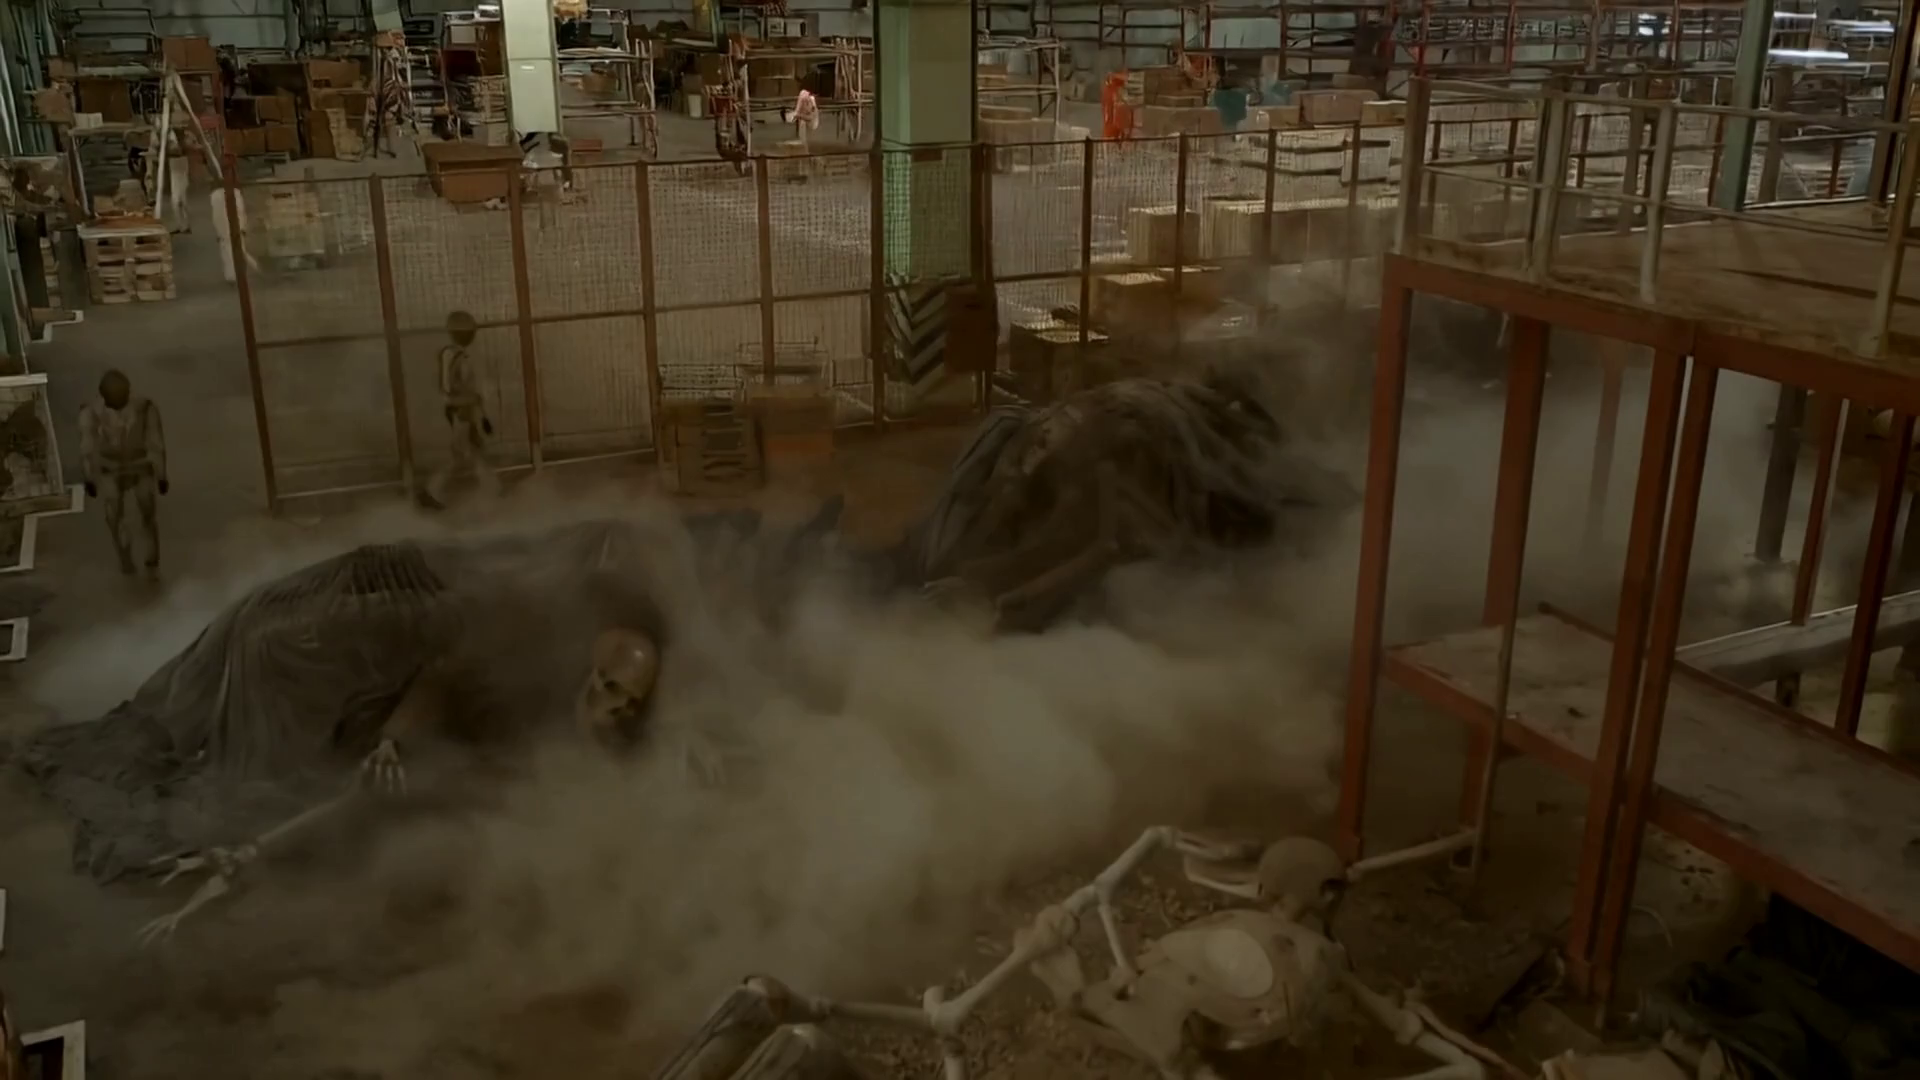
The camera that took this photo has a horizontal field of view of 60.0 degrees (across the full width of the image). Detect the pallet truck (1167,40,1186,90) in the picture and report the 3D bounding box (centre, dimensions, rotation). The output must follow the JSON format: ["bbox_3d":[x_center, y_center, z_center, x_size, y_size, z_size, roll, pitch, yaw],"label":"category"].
[{"bbox_3d":[9.045,-19.971,69.895,0.823,1.965,1.885,-3,19,-8],"label":"pallet truck"}]

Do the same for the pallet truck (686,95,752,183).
[{"bbox_3d":[-5.836,-9.608,39.856,0.823,1.965,1.885,10,22,27],"label":"pallet truck"}]

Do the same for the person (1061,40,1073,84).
[{"bbox_3d":[4.652,-20.736,72.230,0.563,1.918,0.466,-10,21,-27],"label":"person"}]

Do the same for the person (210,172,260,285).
[{"bbox_3d":[-11.723,-5.007,26.785,0.681,1.822,0.638,8,21,23],"label":"person"}]

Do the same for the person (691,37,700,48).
[{"bbox_3d":[-11.761,-21.491,74.399,0.627,1.934,0.370,18,26,41],"label":"person"}]

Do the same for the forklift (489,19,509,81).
[{"bbox_3d":[-19.271,-20.444,69.932,1.129,2.768,1.873,14,23,35],"label":"forklift"}]

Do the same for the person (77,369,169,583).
[{"bbox_3d":[-6.889,-0.521,13.767,0.656,1.828,0.452,-8,21,-22],"label":"person"}]

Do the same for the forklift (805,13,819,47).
[{"bbox_3d":[-7.058,-23.771,79.578,1.873,2.768,1.129,-9,21,-25],"label":"forklift"}]

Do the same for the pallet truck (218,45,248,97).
[{"bbox_3d":[-28.879,-18.665,66.111,0.823,1.965,1.885,-3,19,-9],"label":"pallet truck"}]

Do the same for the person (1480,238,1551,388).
[{"bbox_3d":[6.894,-2.787,20.279,0.994,1.878,0.591,-11,22,-28],"label":"person"}]

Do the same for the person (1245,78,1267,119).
[{"bbox_3d":[8.407,-12.150,47.300,0.657,1.941,0.531,-3,19,-9],"label":"person"}]

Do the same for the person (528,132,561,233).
[{"bbox_3d":[-8.011,-6.908,32.156,0.584,1.918,0.408,-6,20,-18],"label":"person"}]

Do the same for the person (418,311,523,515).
[{"bbox_3d":[-4.695,-1.199,15.623,0.965,1.909,0.606,-9,21,-24],"label":"person"}]

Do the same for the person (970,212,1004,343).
[{"bbox_3d":[0.211,-3.452,22.198,0.949,1.884,0.589,-10,22,-27],"label":"person"}]

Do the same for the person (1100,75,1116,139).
[{"bbox_3d":[4.424,-12.930,49.703,0.507,1.860,0.325,14,24,36],"label":"person"}]

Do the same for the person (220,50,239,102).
[{"bbox_3d":[-27.810,-17.616,63.211,0.591,1.907,0.744,3,19,10],"label":"person"}]

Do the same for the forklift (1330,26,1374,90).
[{"bbox_3d":[14.800,-17.605,61.704,1.873,2.768,1.129,-9,21,-25],"label":"forklift"}]

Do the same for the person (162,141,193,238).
[{"bbox_3d":[-14.859,-6.674,31.638,0.521,1.814,0.925,-5,20,-13],"label":"person"}]

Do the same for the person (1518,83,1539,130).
[{"bbox_3d":[17.934,-13.707,52.330,0.504,1.605,0.835,-8,21,-22],"label":"person"}]

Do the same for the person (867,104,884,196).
[{"bbox_3d":[-1.766,-8.767,37.351,0.653,2.000,0.693,5,20,15],"label":"person"}]

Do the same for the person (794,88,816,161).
[{"bbox_3d":[-4.121,-11.045,44.202,0.598,1.879,0.531,5,20,13],"label":"person"}]

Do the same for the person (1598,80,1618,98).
[{"bbox_3d":[20.660,-14.029,53.104,0.606,1.704,0.910,8,21,23],"label":"person"}]

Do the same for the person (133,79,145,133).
[{"bbox_3d":[-25.358,-13.401,51.410,0.521,1.631,0.314,5,20,13],"label":"person"}]

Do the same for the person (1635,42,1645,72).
[{"bbox_3d":[28.133,-19.675,68.969,0.372,2.044,0.607,9,21,23],"label":"person"}]

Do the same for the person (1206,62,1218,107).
[{"bbox_3d":[9.054,-16.304,59.718,0.320,1.698,0.531,17,25,40],"label":"person"}]

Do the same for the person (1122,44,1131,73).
[{"bbox_3d":[6.794,-19.464,68.541,0.569,1.919,0.642,1,19,2],"label":"person"}]

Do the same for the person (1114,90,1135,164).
[{"bbox_3d":[4.303,-10.822,43.548,0.571,1.878,1.012,0,19,0],"label":"person"}]
